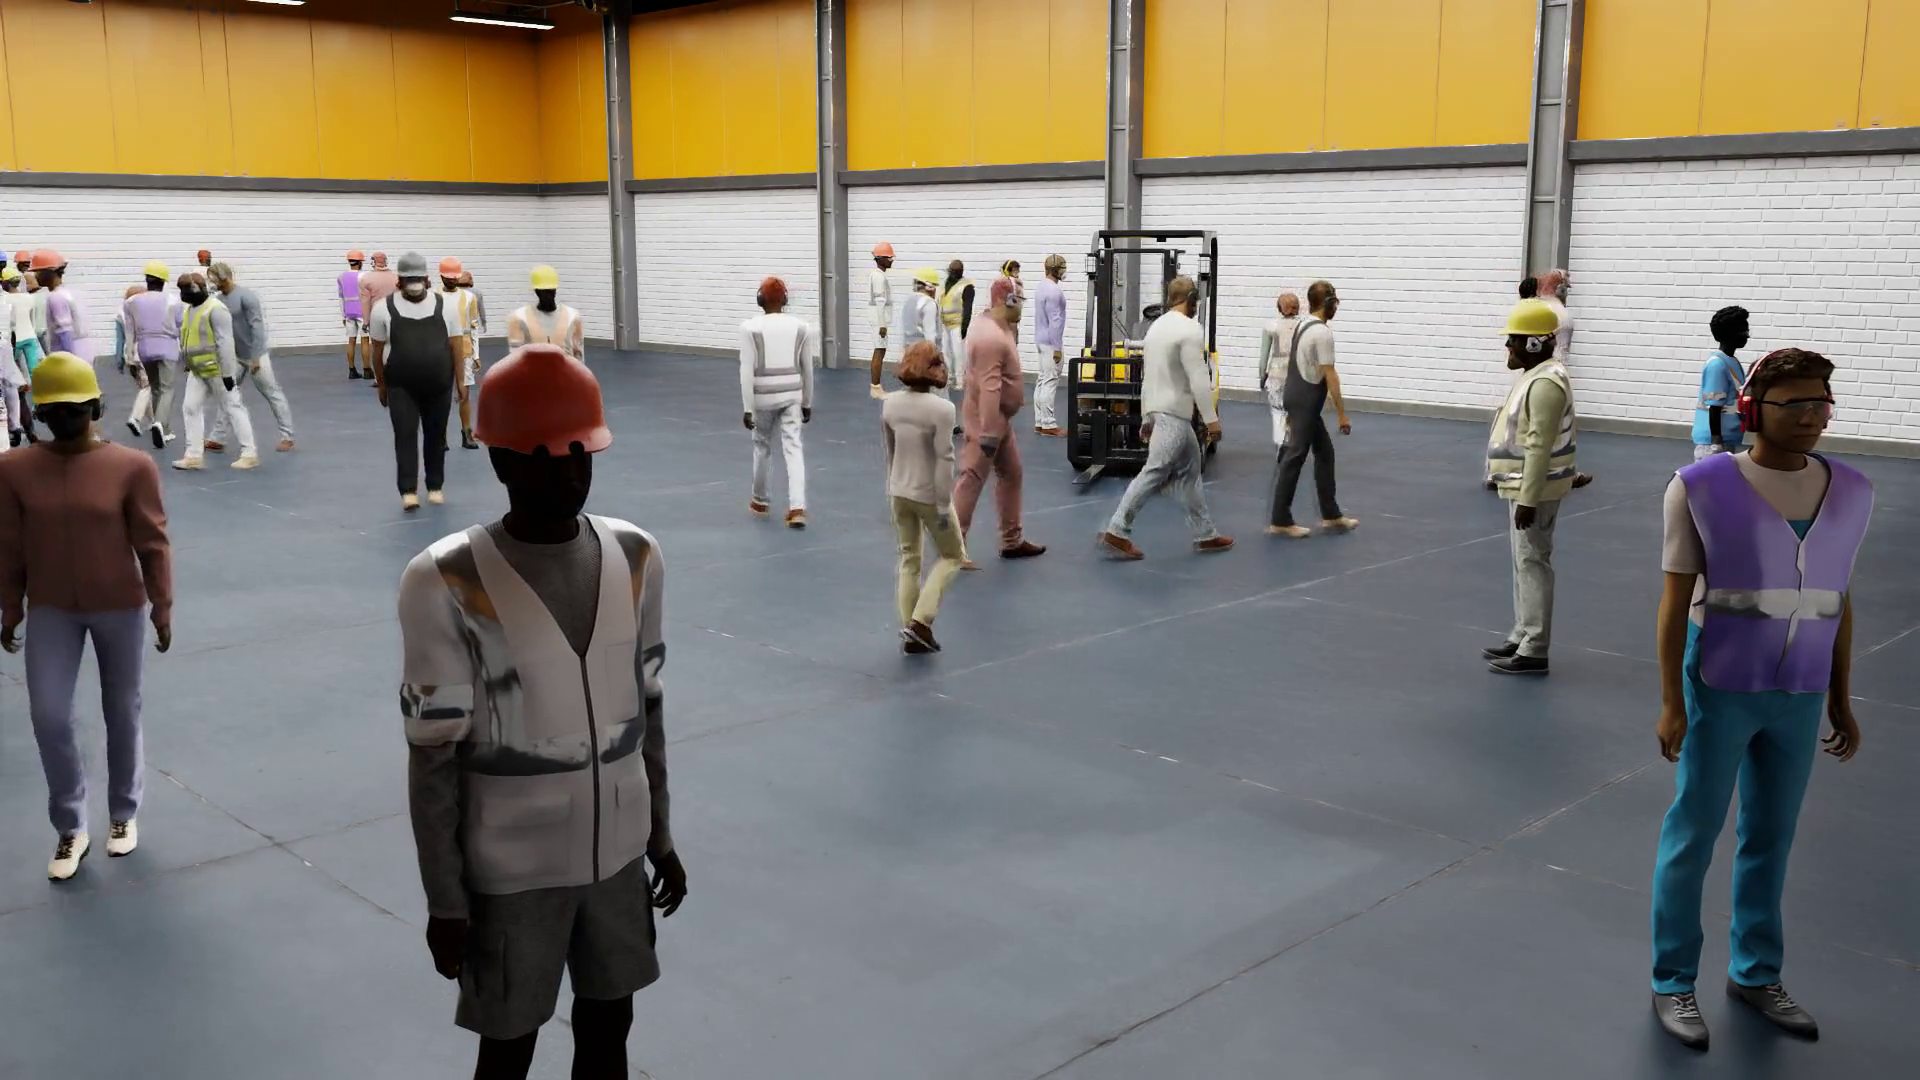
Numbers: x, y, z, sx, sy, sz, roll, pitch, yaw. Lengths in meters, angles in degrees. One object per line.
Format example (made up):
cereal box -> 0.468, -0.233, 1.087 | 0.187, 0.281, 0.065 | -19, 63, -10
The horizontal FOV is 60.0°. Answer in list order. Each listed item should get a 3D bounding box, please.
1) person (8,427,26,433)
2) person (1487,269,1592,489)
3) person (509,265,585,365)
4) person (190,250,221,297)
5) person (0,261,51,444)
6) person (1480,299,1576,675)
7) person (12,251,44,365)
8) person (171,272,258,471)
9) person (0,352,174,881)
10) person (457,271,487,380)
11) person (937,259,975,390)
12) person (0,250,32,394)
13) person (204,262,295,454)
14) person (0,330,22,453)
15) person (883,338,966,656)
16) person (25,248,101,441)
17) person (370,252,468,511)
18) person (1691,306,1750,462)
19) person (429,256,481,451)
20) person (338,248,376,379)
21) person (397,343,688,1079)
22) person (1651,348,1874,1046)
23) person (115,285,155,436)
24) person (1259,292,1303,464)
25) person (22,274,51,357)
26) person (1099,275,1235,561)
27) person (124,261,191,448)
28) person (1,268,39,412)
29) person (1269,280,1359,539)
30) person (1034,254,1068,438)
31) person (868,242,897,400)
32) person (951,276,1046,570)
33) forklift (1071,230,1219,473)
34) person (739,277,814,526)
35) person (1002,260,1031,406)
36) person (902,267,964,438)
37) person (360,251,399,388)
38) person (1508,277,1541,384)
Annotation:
person -> -10.588, -2.072, 17.919 | 0.823, 1.875, 0.645 | 3, 11, 15
person -> 4.867, -1.331, 13.930 | 0.992, 1.855, 0.644 | -5, 12, -28
person -> -3.266, -1.229, 13.253 | 0.605, 1.882, 0.932 | -4, 11, -19
person -> -12.631, -3.910, 27.902 | 0.574, 1.881, 0.357 | 3, 11, 18
person -> -9.272, -1.753, 16.035 | 0.968, 1.920, 0.630 | 5, 12, 26
person -> 2.781, -0.256, 8.136 | 0.403, 1.828, 0.588 | 3, 11, 14
person -> -14.312, -3.477, 25.518 | 1.001, 1.879, 0.548 | 2, 11, 10
person -> -6.850, -1.514, 15.079 | 0.687, 1.794, 0.811 | 8, 13, 36
person -> -2.922, 0.252, 5.546 | 0.554, 1.743, 0.621 | -4, 11, -19
person -> -7.245, -3.158, 24.541 | 0.507, 1.611, 0.651 | 0, 10, 2
person -> -0.128, -2.973, 23.022 | 0.446, 1.803, 0.775 | -9, 14, -41
person -> -12.750, -2.905, 22.256 | 0.402, 1.942, 0.603 | 5, 11, 24
person -> -6.997, -1.761, 16.214 | 0.687, 1.867, 0.873 | 6, 12, 28
person -> -6.480, -0.749, 10.825 | 0.675, 1.819, 0.636 | 9, 14, 41
person -> -0.181, -0.207, 8.416 | 0.503, 1.621, 0.342 | 8, 13, 38
person -> -7.935, -1.564, 14.732 | 0.495, 2.016, 0.680 | -4, 11, -20
person -> -4.177, -1.246, 12.936 | 0.687, 2.000, 0.919 | -5, 11, -25
person -> 4.777, -0.619, 10.457 | 0.318, 1.696, 0.537 | 6, 12, 31
person -> -5.039, -1.851, 16.545 | 0.543, 1.928, 0.371 | -6, 12, -30
person -> -8.924, -3.350, 24.700 | 0.551, 1.932, 0.378 | 3, 11, 15
person -> -0.761, 0.595, 3.181 | 0.553, 1.935, 0.361 | -10, 14, -43
person -> 2.111, 0.411, 4.432 | 0.563, 1.847, 0.390 | -2, 11, -9
person -> -8.820, -1.936, 17.890 | 0.517, 1.606, 0.807 | 1, 10, 7
person -> 3.086, -1.524, 15.661 | 0.522, 1.615, 0.749 | 1, 10, 3
person -> -12.841, -2.913, 23.207 | 0.809, 1.601, 0.495 | 0, 10, 0
person -> 1.371, -0.809, 11.021 | 1.013, 1.878, 0.736 | -3, 11, -14
person -> -8.167, -1.890, 16.908 | 0.580, 1.886, 0.924 | -2, 11, -10
person -> -11.412, -2.402, 20.063 | 0.807, 1.732, 0.545 | 5, 11, 24
person -> 2.566, -0.908, 11.705 | 0.793, 1.804, 0.593 | -1, 10, -4
person -> 0.967, -2.058, 17.645 | 0.354, 1.936, 0.636 | -2, 11, -10
person -> -0.998, -2.838, 21.615 | 0.389, 2.041, 0.614 | -1, 10, -6
person -> 0.244, -0.751, 10.752 | 0.789, 1.869, 0.758 | 1, 10, 4
forklift -> 1.804, -1.825, 15.677 | 1.214, 2.155, 2.313 | 2, 11, 13
person -> -1.350, -1.031, 12.350 | 0.594, 1.837, 1.000 | -5, 11, -23
person -> 0.529, -2.612, 20.985 | 0.803, 1.837, 0.519 | 6, 12, 29
person -> -0.295, -1.937, 17.382 | 0.854, 1.788, 0.602 | -6, 12, -31
person -> -8.110, -3.093, 23.390 | 0.640, 1.905, 0.410 | -9, 14, -39
person -> 5.952, -1.919, 17.566 | 0.320, 1.694, 0.532 | 4, 11, 19
